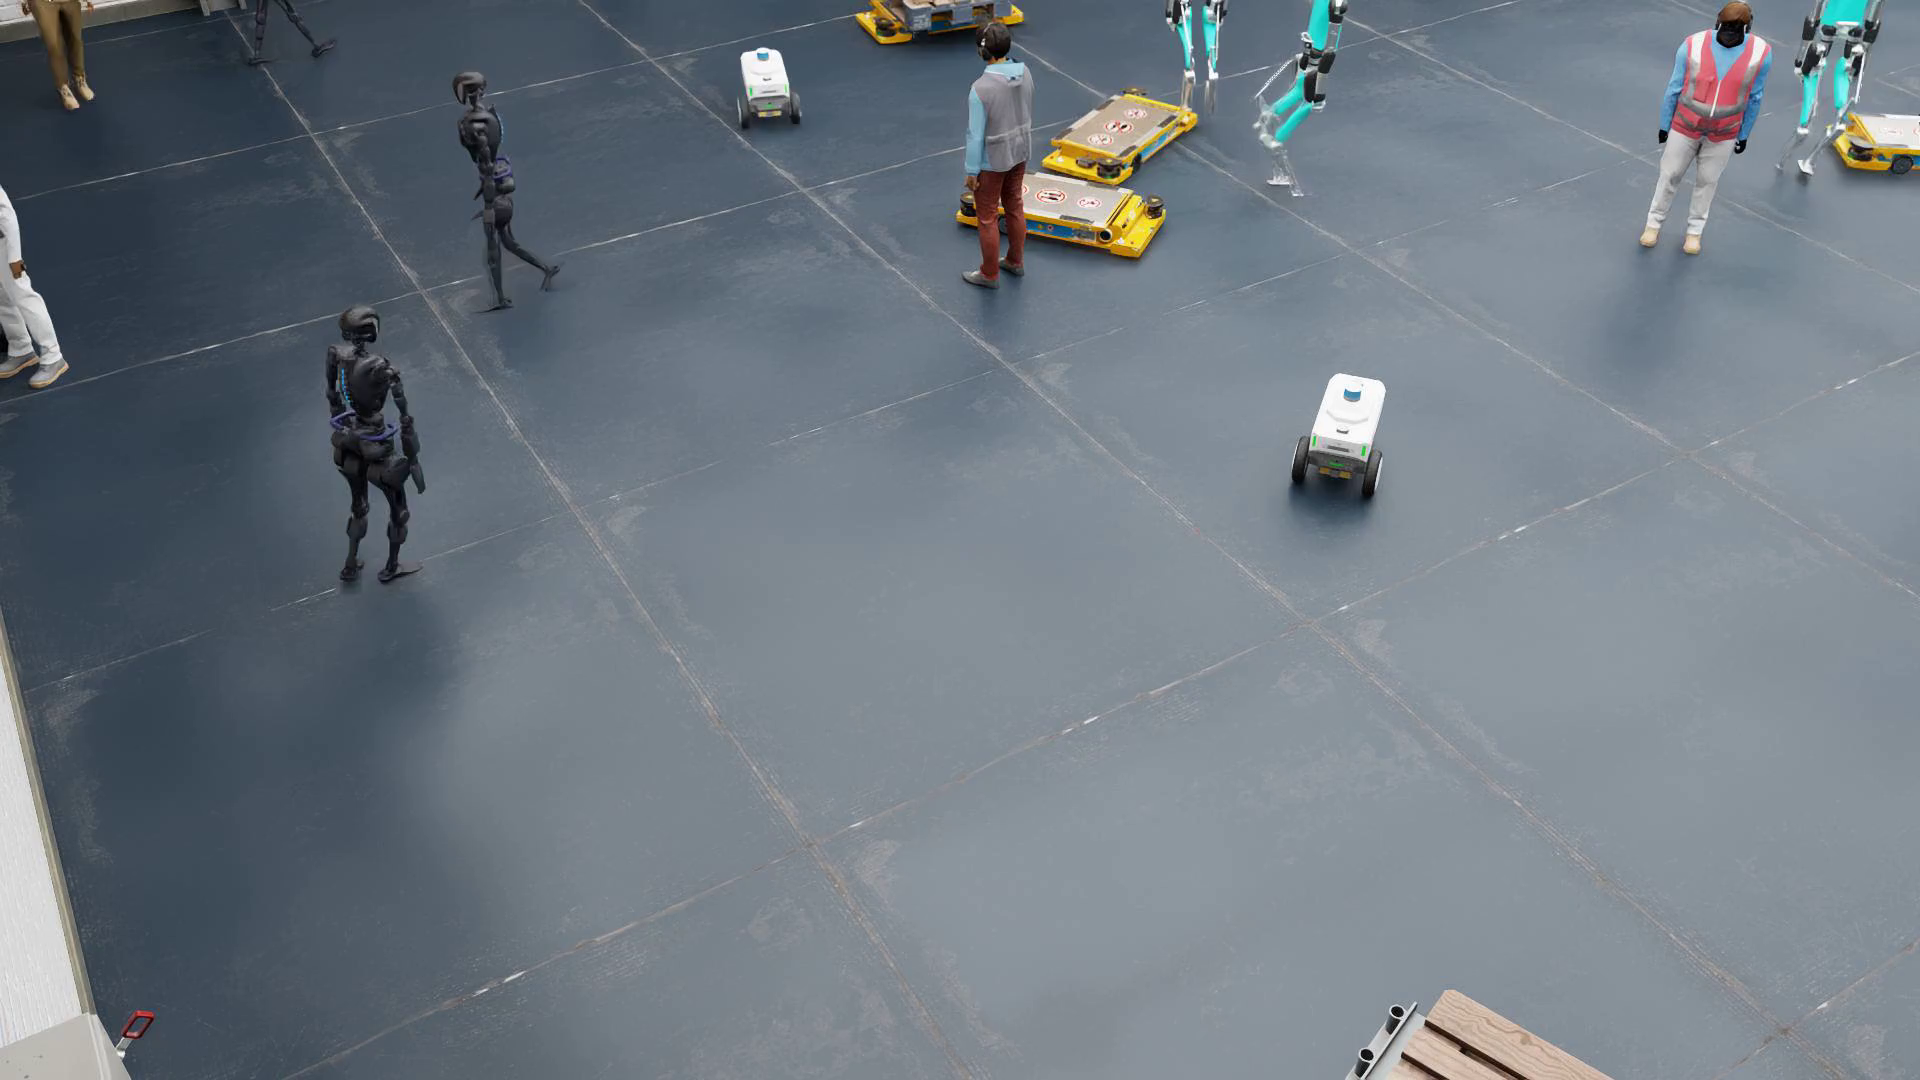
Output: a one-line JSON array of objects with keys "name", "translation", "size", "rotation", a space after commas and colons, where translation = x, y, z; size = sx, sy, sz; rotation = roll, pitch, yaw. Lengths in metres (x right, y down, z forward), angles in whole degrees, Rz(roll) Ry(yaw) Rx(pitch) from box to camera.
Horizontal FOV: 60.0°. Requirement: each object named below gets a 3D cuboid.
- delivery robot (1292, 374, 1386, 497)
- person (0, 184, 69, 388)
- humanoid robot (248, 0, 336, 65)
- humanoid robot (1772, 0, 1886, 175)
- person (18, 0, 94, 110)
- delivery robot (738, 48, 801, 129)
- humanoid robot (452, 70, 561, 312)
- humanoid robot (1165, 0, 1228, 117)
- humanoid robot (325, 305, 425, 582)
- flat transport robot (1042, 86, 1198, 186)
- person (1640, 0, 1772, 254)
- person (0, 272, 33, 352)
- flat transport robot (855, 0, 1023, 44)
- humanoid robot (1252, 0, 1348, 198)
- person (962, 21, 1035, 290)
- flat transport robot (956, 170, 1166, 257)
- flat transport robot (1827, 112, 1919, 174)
[{"name": "delivery robot", "translation": [2.290, -0.640, 9.884], "size": [0.499, 0.614, 0.808], "rotation": [13, 40, 15]}, {"name": "person", "translation": [-6.018, -1.817, 10.287], "size": [0.572, 1.881, 0.358], "rotation": [17, 41, 20]}, {"name": "humanoid robot", "translation": [-6.012, -4.979, 14.471], "size": [0.755, 1.629, 0.599], "rotation": [-24, 44, -27]}, {"name": "humanoid robot", "translation": [6.620, -3.518, 12.556], "size": [0.531, 1.801, 0.705], "rotation": [5, 39, 6]}, {"name": "person", "translation": [-7.441, -4.435, 13.702], "size": [0.543, 1.736, 0.573], "rotation": [-25, 45, -28]}, {"name": "delivery robot", "translation": [-1.616, -3.774, 13.831], "size": [0.499, 0.603, 0.794], "rotation": [-7, 39, -9]}, {"name": "humanoid robot", "translation": [-3.075, -2.332, 11.136], "size": [0.607, 1.659, 0.604], "rotation": [-11, 40, -13]}, {"name": "humanoid robot", "translation": [1.949, -4.169, 13.417], "size": [0.540, 1.863, 0.661], "rotation": [-4, 39, -5]}, {"name": "humanoid robot", "translation": [-3.159, -0.460, 8.760], "size": [0.593, 1.633, 0.521], "rotation": [25, 45, 28]}, {"name": "flat transport robot", "translation": [1.305, -3.259, 13.404], "size": [0.659, 0.231, 1.431], "rotation": [22, 43, 26]}, {"name": "person", "translation": [5.232, -2.892, 11.689], "size": [0.628, 1.836, 0.431], "rotation": [13, 40, 16]}, {"name": "person", "translation": [-6.363, -2.103, 10.604], "size": [0.373, 1.934, 0.550], "rotation": [2, 38, 2]}, {"name": "flat transport robot", "translation": [-0.193, -4.910, 15.487], "size": [1.431, 0.231, 0.659], "rotation": [-15, 41, -18]}, {"name": "humanoid robot", "translation": [2.455, -3.408, 12.407], "size": [0.680, 1.794, 0.533], "rotation": [-2, 38, -2]}, {"name": "person", "translation": [0.268, -2.569, 11.246], "size": [0.542, 1.870, 0.417], "rotation": [-31, 48, -33]}, {"name": "flat transport robot", "translation": [0.754, -2.451, 12.384], "size": [1.431, 0.231, 0.659], "rotation": [15, 41, 18]}, {"name": "flat transport robot", "translation": [7.755, -3.141, 13.256], "size": [1.431, 0.231, 0.659], "rotation": [4, 39, 6]}]
